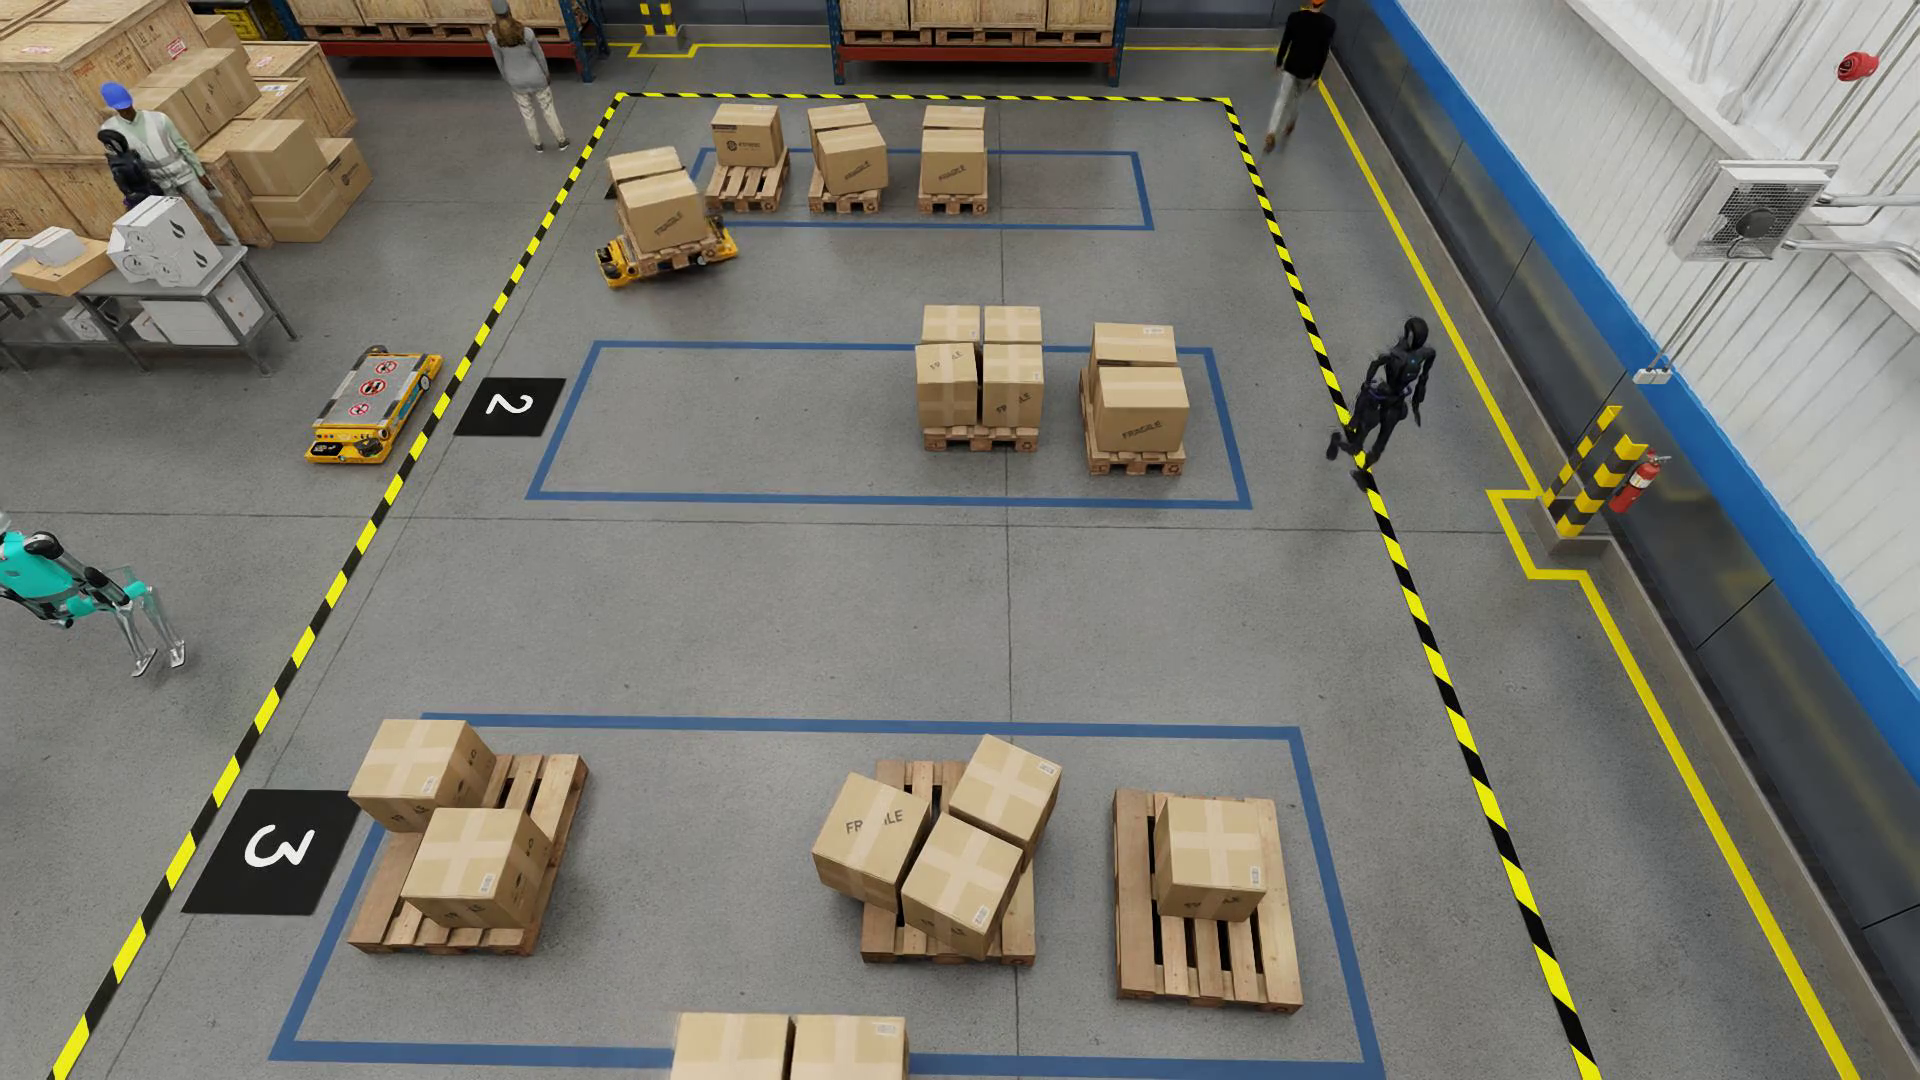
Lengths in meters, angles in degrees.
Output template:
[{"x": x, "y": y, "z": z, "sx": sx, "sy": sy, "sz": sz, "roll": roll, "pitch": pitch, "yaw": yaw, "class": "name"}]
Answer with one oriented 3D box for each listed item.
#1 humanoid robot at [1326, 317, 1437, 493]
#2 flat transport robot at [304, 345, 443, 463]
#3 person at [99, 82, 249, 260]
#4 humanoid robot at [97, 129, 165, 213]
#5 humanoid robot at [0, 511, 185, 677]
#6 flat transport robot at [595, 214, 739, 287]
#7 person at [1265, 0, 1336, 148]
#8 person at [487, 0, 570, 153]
[{"x": 3.420, "y": -1.122, "z": 7.397, "sx": 0.601, "sy": 1.649, "sz": 0.491, "roll": -8, "pitch": 50, "yaw": -6, "class": "humanoid robot"}, {"x": -5.383, "y": -1.269, "z": 8.441, "sx": 0.659, "sy": 0.231, "sz": 1.431, "roll": 1, "pitch": 50, "yaw": 1, "class": "flat transport robot"}, {"x": -8.103, "y": -3.714, "z": 9.420, "sx": 0.607, "sy": 1.937, "sz": 0.423, "roll": -26, "pitch": 55, "yaw": -21, "class": "person"}, {"x": -8.193, "y": -3.303, "z": 9.245, "sx": 0.484, "sy": 1.644, "sz": 0.612, "roll": -9, "pitch": 50, "yaw": -8, "class": "humanoid robot"}, {"x": -5.809, "y": 0.265, "z": 6.096, "sx": 0.533, "sy": 1.673, "sz": 0.735, "roll": -12, "pitch": 51, "yaw": -10, "class": "humanoid robot"}, {"x": -3.222, "y": -3.199, "z": 10.056, "sx": 1.431, "sy": 0.197, "sz": 0.652, "roll": -20, "pitch": 53, "yaw": -16, "class": "flat transport robot"}, {"x": 4.150, "y": -5.790, "z": 11.232, "sx": 0.594, "sy": 1.850, "sz": 0.908, "roll": 22, "pitch": 53, "yaw": 17, "class": "person"}, {"x": -5.257, "y": -5.604, "z": 11.125, "sx": 0.563, "sy": 1.769, "sz": 0.397, "roll": -9, "pitch": 50, "yaw": -8, "class": "person"}]
